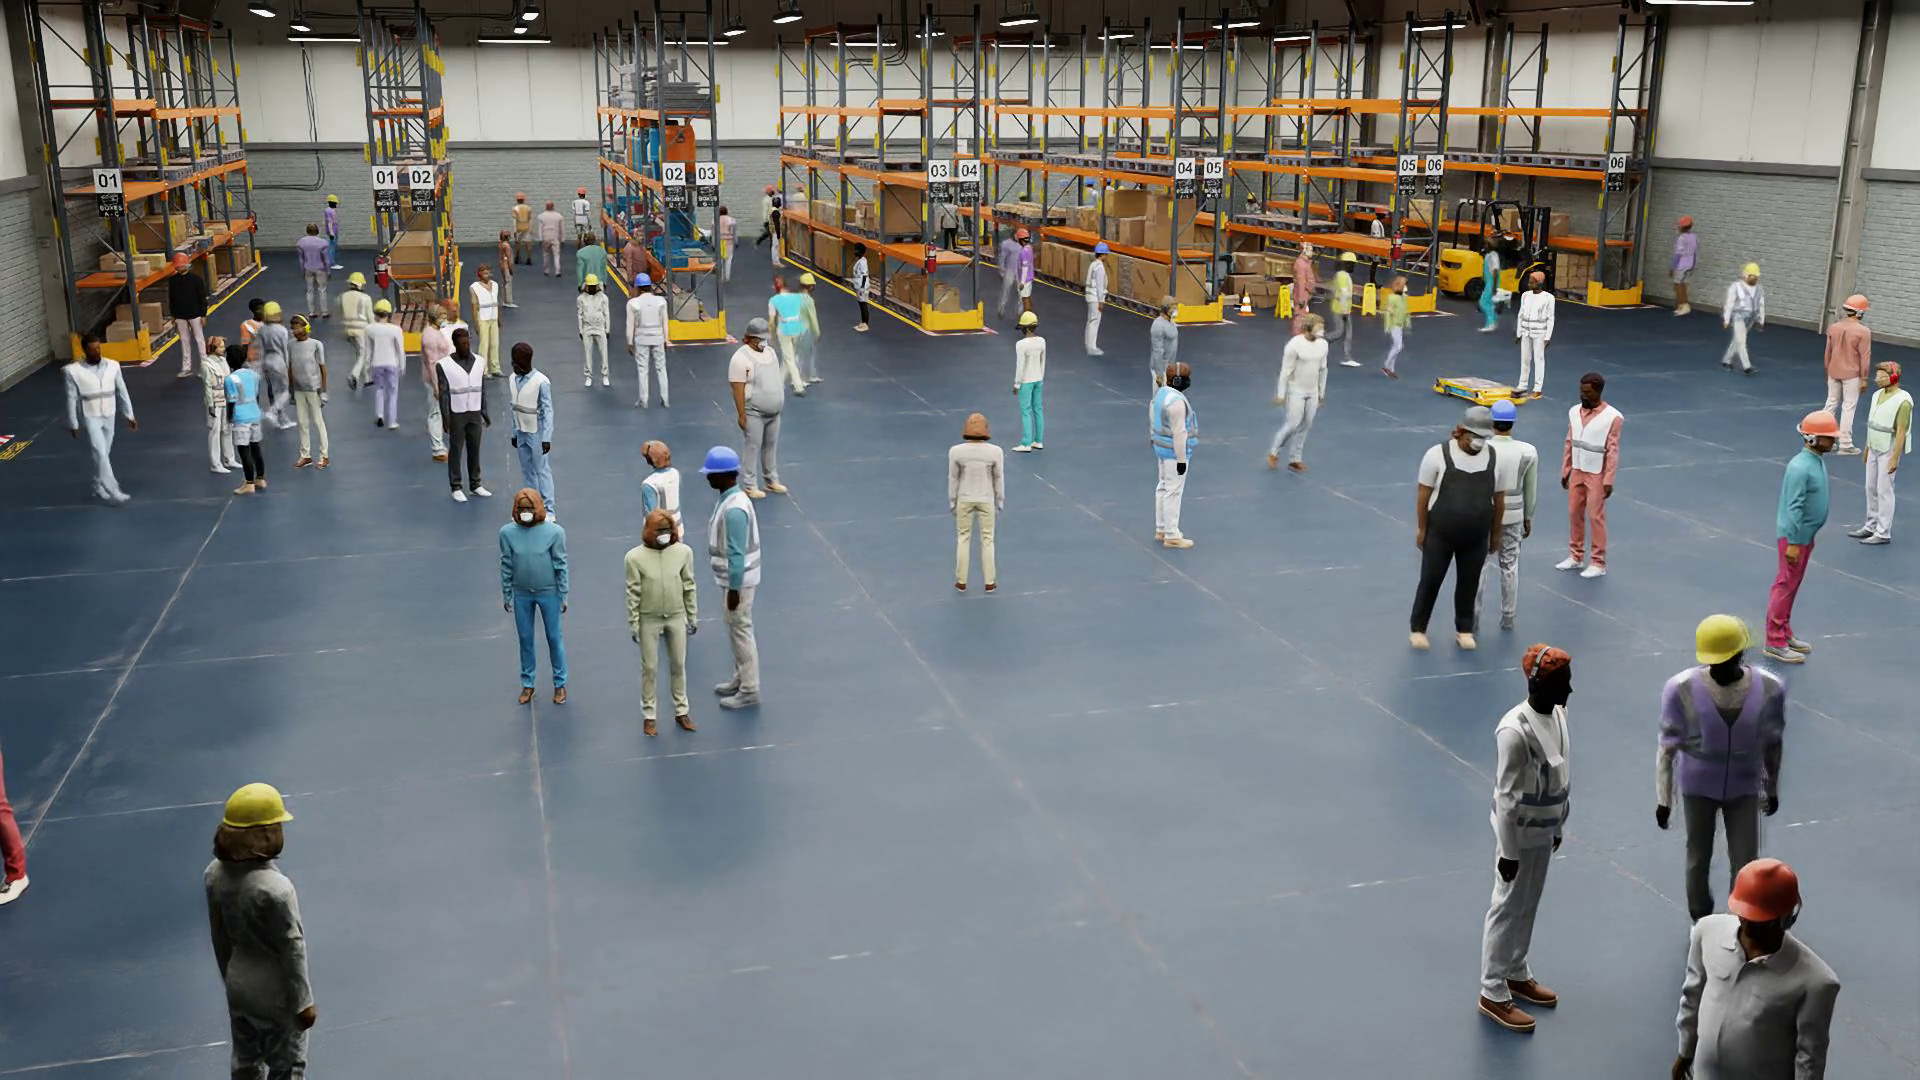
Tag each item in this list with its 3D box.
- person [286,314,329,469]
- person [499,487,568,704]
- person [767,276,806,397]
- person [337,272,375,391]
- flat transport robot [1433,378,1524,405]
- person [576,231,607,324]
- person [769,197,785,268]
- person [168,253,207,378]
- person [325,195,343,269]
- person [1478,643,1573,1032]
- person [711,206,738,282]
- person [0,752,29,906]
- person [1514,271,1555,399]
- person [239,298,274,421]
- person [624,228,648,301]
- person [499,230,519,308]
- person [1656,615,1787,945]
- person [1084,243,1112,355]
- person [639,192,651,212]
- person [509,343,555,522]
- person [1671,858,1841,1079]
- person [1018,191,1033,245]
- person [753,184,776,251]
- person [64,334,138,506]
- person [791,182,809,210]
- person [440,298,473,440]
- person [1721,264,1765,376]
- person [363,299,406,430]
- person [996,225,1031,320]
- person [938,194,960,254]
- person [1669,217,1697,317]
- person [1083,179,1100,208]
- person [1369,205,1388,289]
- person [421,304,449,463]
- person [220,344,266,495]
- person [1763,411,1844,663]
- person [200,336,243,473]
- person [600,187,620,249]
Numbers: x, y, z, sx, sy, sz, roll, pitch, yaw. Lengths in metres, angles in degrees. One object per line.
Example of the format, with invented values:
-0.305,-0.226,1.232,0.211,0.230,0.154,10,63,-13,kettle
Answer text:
-7.856,-1.785,19.994,0.512,1.865,0.329,3,15,10,person
-3.113,0.406,12.205,0.500,1.627,0.278,0,15,2,person
-2.603,-3.057,24.944,0.956,1.788,0.579,14,20,42,person
-9.201,-3.163,25.320,0.593,1.802,0.759,4,15,15,person
7.696,-2.225,24.701,0.652,0.197,1.431,-4,15,-14,flat transport robot
-6.939,-4.854,31.410,0.628,1.933,0.367,-12,19,-39,person
-4.813,-8.098,43.790,0.429,1.842,0.633,-4,15,-14,person
-12.302,-3.576,26.501,0.611,1.985,0.393,2,15,6,person
-16.354,-8.045,43.433,0.385,1.922,0.594,-3,15,-10,person
2.728,1.402,7.963,0.349,1.882,0.584,12,19,39,person
-5.728,-7.253,40.679,0.630,1.816,0.815,1,15,2,person
-5.484,1.165,9.106,0.519,1.759,0.348,3,15,12,person
8.508,-3.037,24.660,0.338,1.884,0.582,-10,18,-33,person
-9.670,-2.503,23.027,0.319,1.690,0.530,13,20,40,person
-6.302,-5.145,32.582,0.401,1.900,0.648,5,16,18,person
-9.655,-5.778,35.451,0.307,1.636,0.525,-9,18,-31,person
3.871,1.259,8.509,0.632,1.875,0.550,3,15,13,person
2.400,-4.185,28.906,0.438,1.934,0.625,-2,15,-6,person
-8.915,-8.858,46.699,0.597,1.823,0.404,8,17,28,person
-4.462,-1.111,17.355,0.597,1.915,0.369,12,19,37,person
2.869,1.965,6.114,0.354,1.744,0.563,-9,17,-31,person
1.847,-9.224,48.195,0.535,1.751,0.641,-8,17,-29,person
-5.540,-9.212,47.742,0.806,1.975,0.618,0,15,2,person
-9.380,-1.319,18.222,0.971,1.868,0.605,9,17,31,person
-4.690,-9.466,48.701,0.672,1.967,0.677,7,16,24,person
-6.540,-2.197,21.525,0.442,1.871,0.669,10,18,34,person
12.678,-3.558,26.828,0.607,1.777,0.986,-3,15,-13,person
-7.712,-2.354,22.334,0.552,1.748,0.368,-1,15,-3,person
1.106,-5.370,33.444,0.673,1.910,0.460,-1,15,-5,person
-0.297,-8.424,45.033,0.613,1.852,0.577,-2,15,-7,person
14.844,-5.585,34.035,0.672,2.014,0.536,-12,19,-38,person
4.107,-10.304,51.985,0.616,1.902,0.920,9,17,31,person
9.775,-6.843,38.884,0.357,1.937,0.551,5,16,18,person
-6.383,-1.914,20.351,0.378,1.932,0.629,-3,15,-11,person
-8.091,-1.349,18.690,0.388,1.692,0.573,2,15,9,person
6.674,-0.041,13.178,0.391,1.995,0.613,11,19,37,person
-8.814,-1.616,19.807,0.313,1.634,0.515,2,15,9,person
-9.780,-8.987,46.944,0.622,1.926,0.893,-9,17,-30,person
